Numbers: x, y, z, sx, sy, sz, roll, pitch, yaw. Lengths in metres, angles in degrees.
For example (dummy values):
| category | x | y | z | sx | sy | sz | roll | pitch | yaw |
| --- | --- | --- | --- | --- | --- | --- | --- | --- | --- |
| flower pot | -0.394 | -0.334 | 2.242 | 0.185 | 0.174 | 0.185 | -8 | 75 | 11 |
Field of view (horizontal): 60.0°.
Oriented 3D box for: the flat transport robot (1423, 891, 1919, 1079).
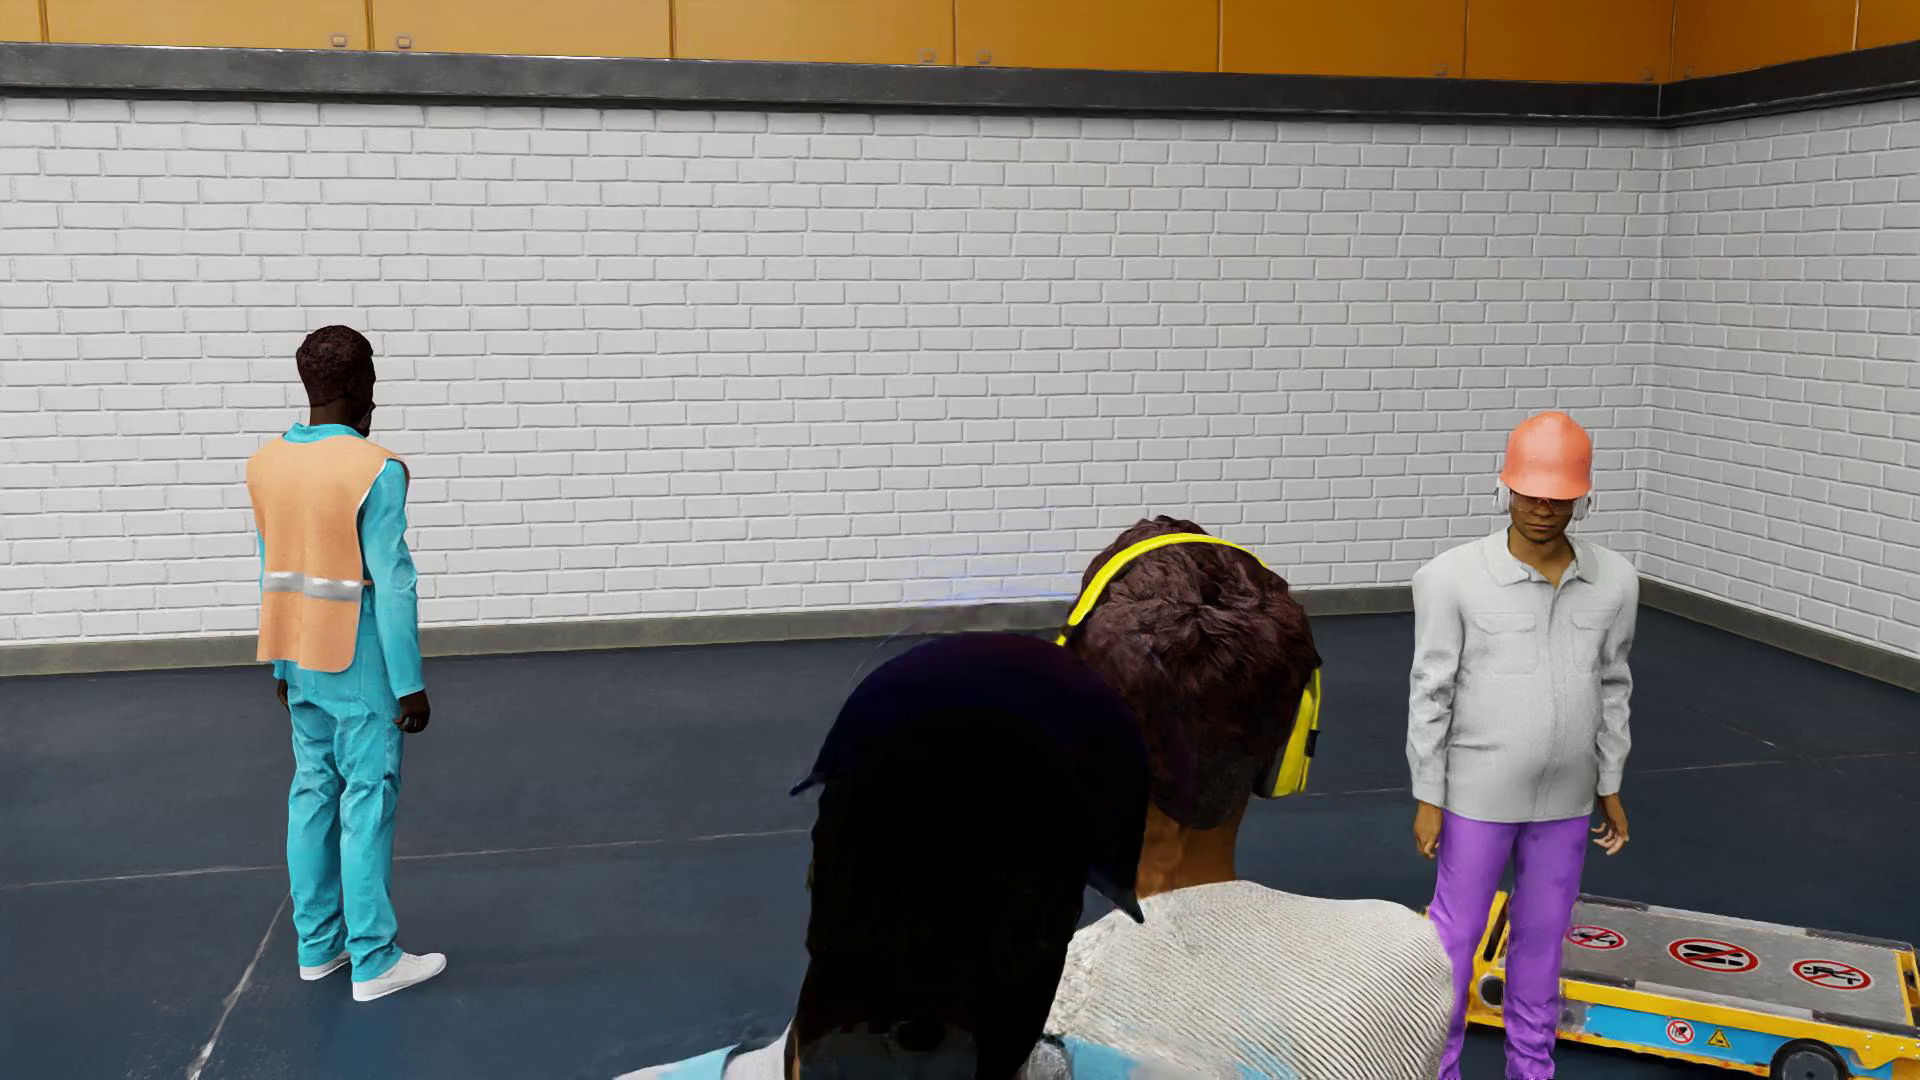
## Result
| category | x | y | z | sx | sy | sz | roll | pitch | yaw |
| --- | --- | --- | --- | --- | --- | --- | --- | --- | --- |
| flat transport robot | 1.946 | 1.205 | 4.513 | 1.431 | 0.197 | 0.652 | 4 | 10 | 25 |

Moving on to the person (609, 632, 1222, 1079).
| category | x | y | z | sx | sy | sz | roll | pitch | yaw |
| --- | --- | --- | --- | --- | --- | --- | --- | --- | --- |
| person | -0.040 | 0.955 | 1.186 | 0.607 | 1.883 | 0.996 | -1 | 9 | -5 |

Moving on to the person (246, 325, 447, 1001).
| category | x | y | z | sx | sy | sz | roll | pitch | yaw |
| --- | --- | --- | --- | --- | --- | --- | --- | --- | --- |
| person | -1.764 | 0.353 | 4.732 | 0.588 | 1.911 | 0.397 | 6 | 11 | 31 |

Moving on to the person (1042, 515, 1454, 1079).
| category | x | y | z | sx | sy | sz | roll | pitch | yaw |
| --- | --- | --- | --- | --- | --- | --- | --- | --- | --- |
| person | 0.178 | 0.911 | 1.448 | 0.531 | 1.869 | 0.310 | -4 | 10 | -24 |

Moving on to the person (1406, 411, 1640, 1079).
| category | x | y | z | sx | sy | sz | roll | pitch | yaw |
| --- | --- | --- | --- | --- | --- | --- | --- | --- | --- |
| person | 1.320 | 0.570 | 3.885 | 0.564 | 1.748 | 0.339 | -2 | 9 | -10 |
